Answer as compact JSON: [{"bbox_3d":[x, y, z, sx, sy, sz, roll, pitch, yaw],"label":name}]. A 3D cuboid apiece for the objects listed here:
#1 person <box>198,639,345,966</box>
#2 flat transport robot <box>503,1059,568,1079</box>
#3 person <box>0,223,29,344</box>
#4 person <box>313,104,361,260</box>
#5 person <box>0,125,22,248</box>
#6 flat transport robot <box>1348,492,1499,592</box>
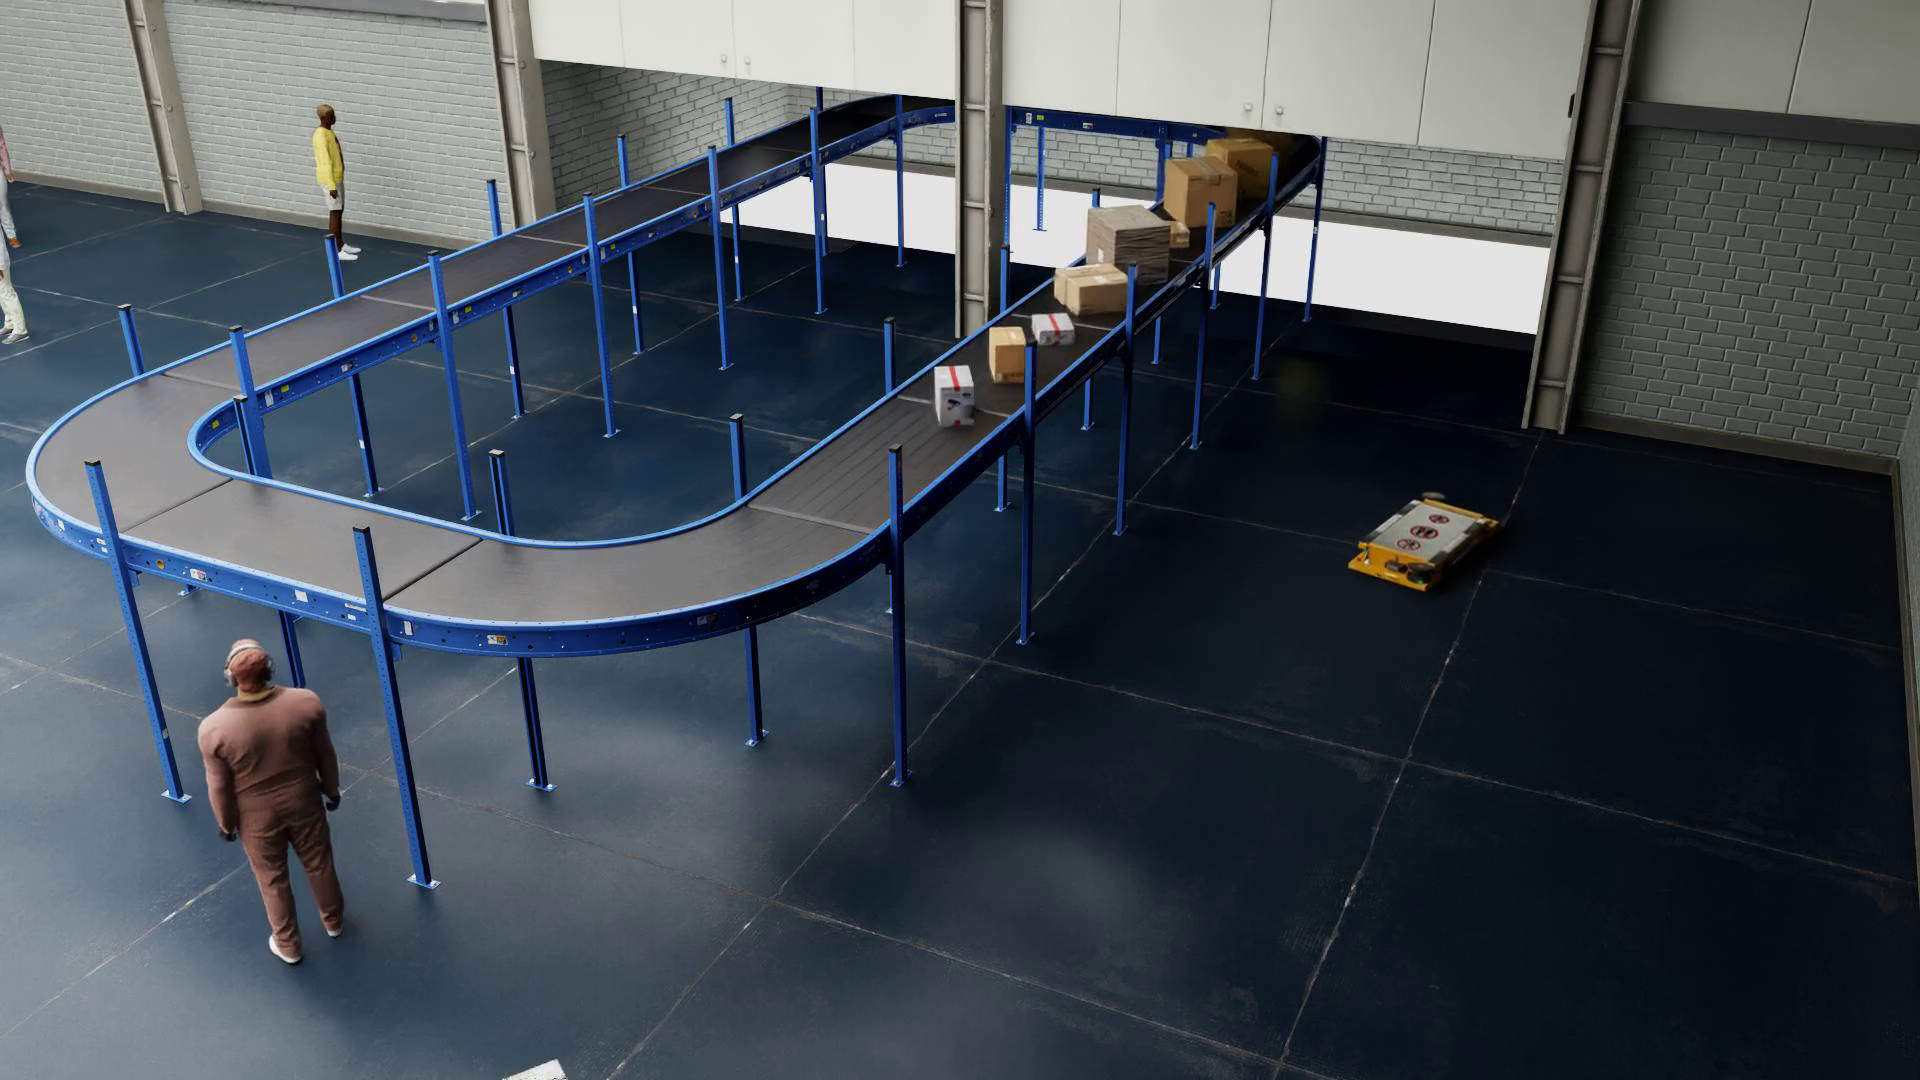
[{"bbox_3d":[-3.646,1.384,8.867,0.653,1.900,0.457,-18,32,-32],"label":"person"},{"bbox_3d":[-1.718,3.243,6.942,1.431,0.231,0.659,-21,34,-36],"label":"flat transport robot"},{"bbox_3d":[-10.376,-2.980,17.821,0.336,1.741,0.562,-21,33,-36],"label":"person"},{"bbox_3d":[-7.748,-4.426,20.562,0.355,1.897,0.555,-5,27,-9],"label":"person"},{"bbox_3d":[-12.243,-4.607,20.882,0.632,1.937,0.353,-18,32,-32],"label":"person"},{"bbox_3d":[3.775,0.003,13.471,0.659,0.231,1.431,19,32,34],"label":"flat transport robot"}]
